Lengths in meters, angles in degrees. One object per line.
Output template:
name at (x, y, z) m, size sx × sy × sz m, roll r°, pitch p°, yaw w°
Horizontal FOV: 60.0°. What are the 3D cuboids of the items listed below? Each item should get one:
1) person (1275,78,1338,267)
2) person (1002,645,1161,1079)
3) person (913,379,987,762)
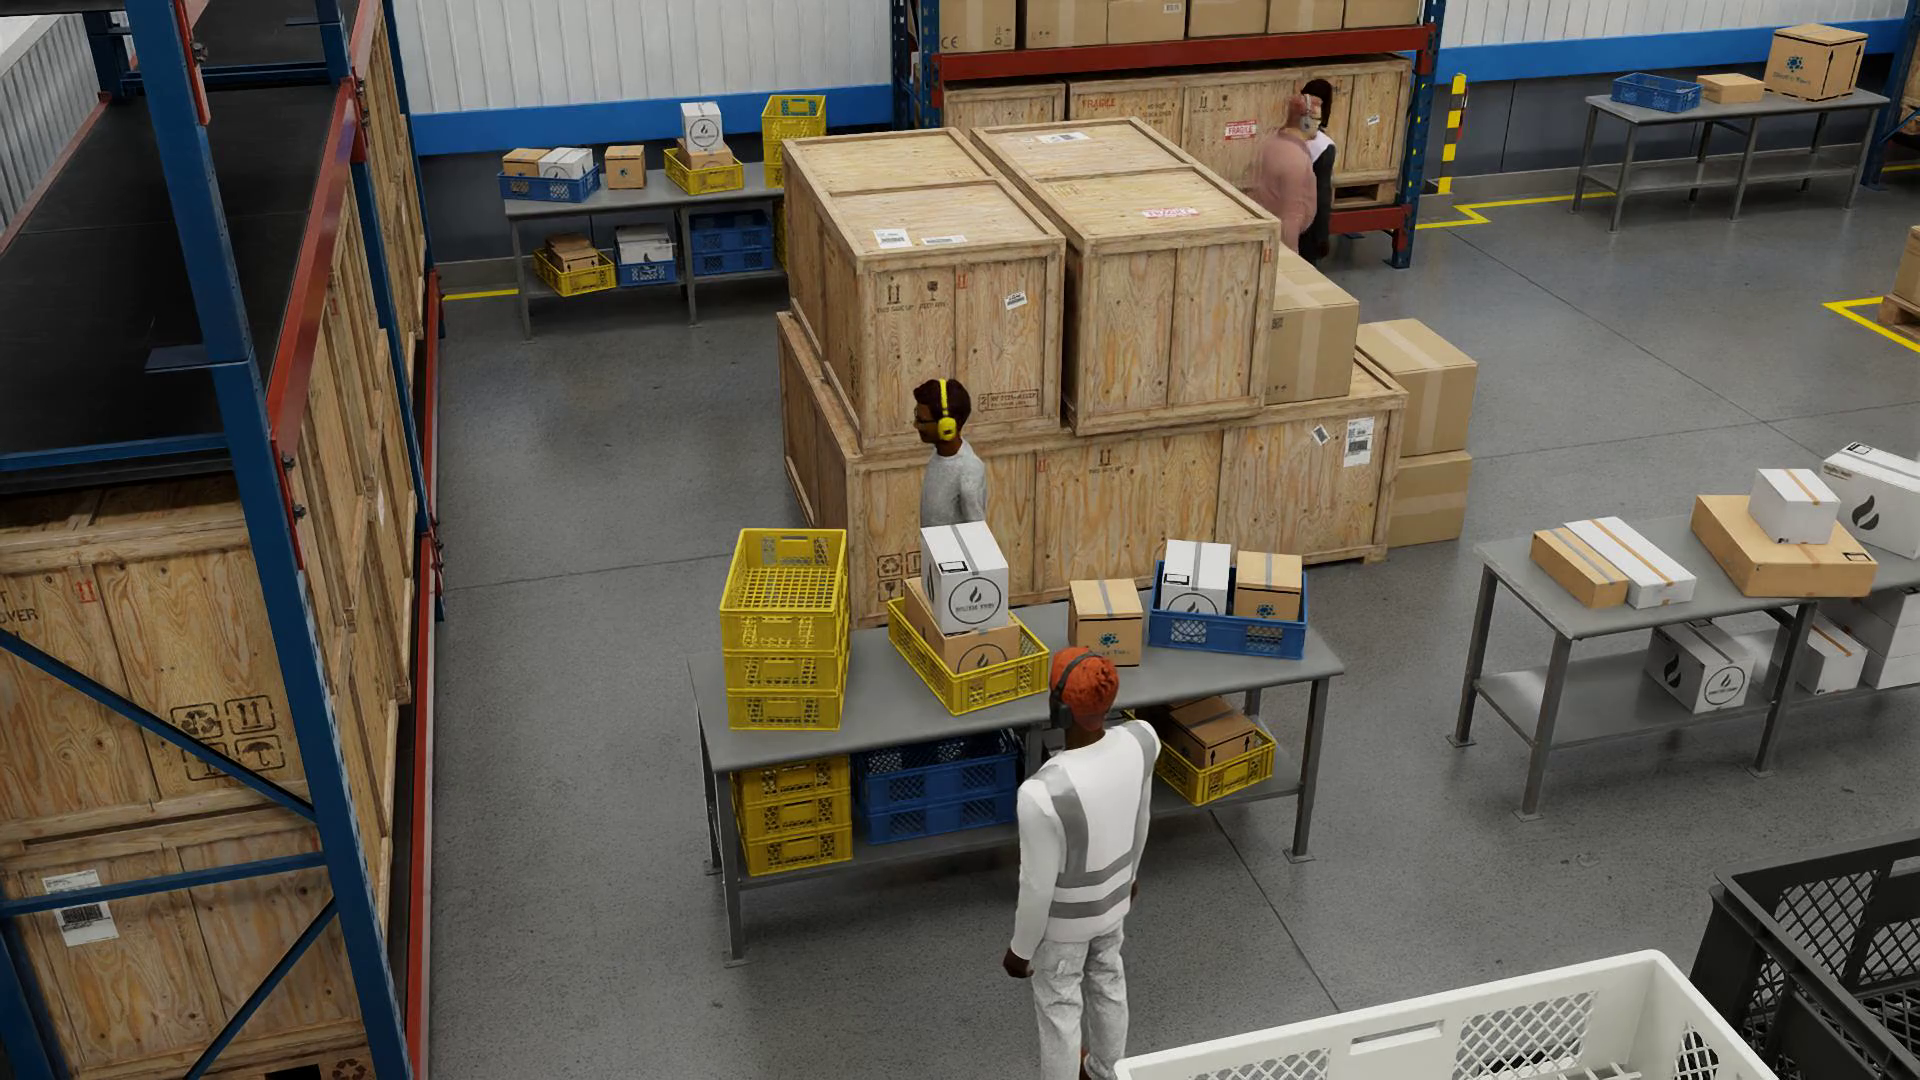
person at (2.294, -2.176, 11.356) m, size 0.411 × 1.909 × 0.612 m, roll -13°, pitch 31°, yaw -21°
person at (0.370, 1.162, 5.319) m, size 0.584 × 1.882 × 0.344 m, roll -25°, pitch 38°, yaw -38°
person at (-0.052, 0.173, 7.133) m, size 0.312 × 1.866 × 0.538 m, roll -9°, pitch 30°, yaw -16°
